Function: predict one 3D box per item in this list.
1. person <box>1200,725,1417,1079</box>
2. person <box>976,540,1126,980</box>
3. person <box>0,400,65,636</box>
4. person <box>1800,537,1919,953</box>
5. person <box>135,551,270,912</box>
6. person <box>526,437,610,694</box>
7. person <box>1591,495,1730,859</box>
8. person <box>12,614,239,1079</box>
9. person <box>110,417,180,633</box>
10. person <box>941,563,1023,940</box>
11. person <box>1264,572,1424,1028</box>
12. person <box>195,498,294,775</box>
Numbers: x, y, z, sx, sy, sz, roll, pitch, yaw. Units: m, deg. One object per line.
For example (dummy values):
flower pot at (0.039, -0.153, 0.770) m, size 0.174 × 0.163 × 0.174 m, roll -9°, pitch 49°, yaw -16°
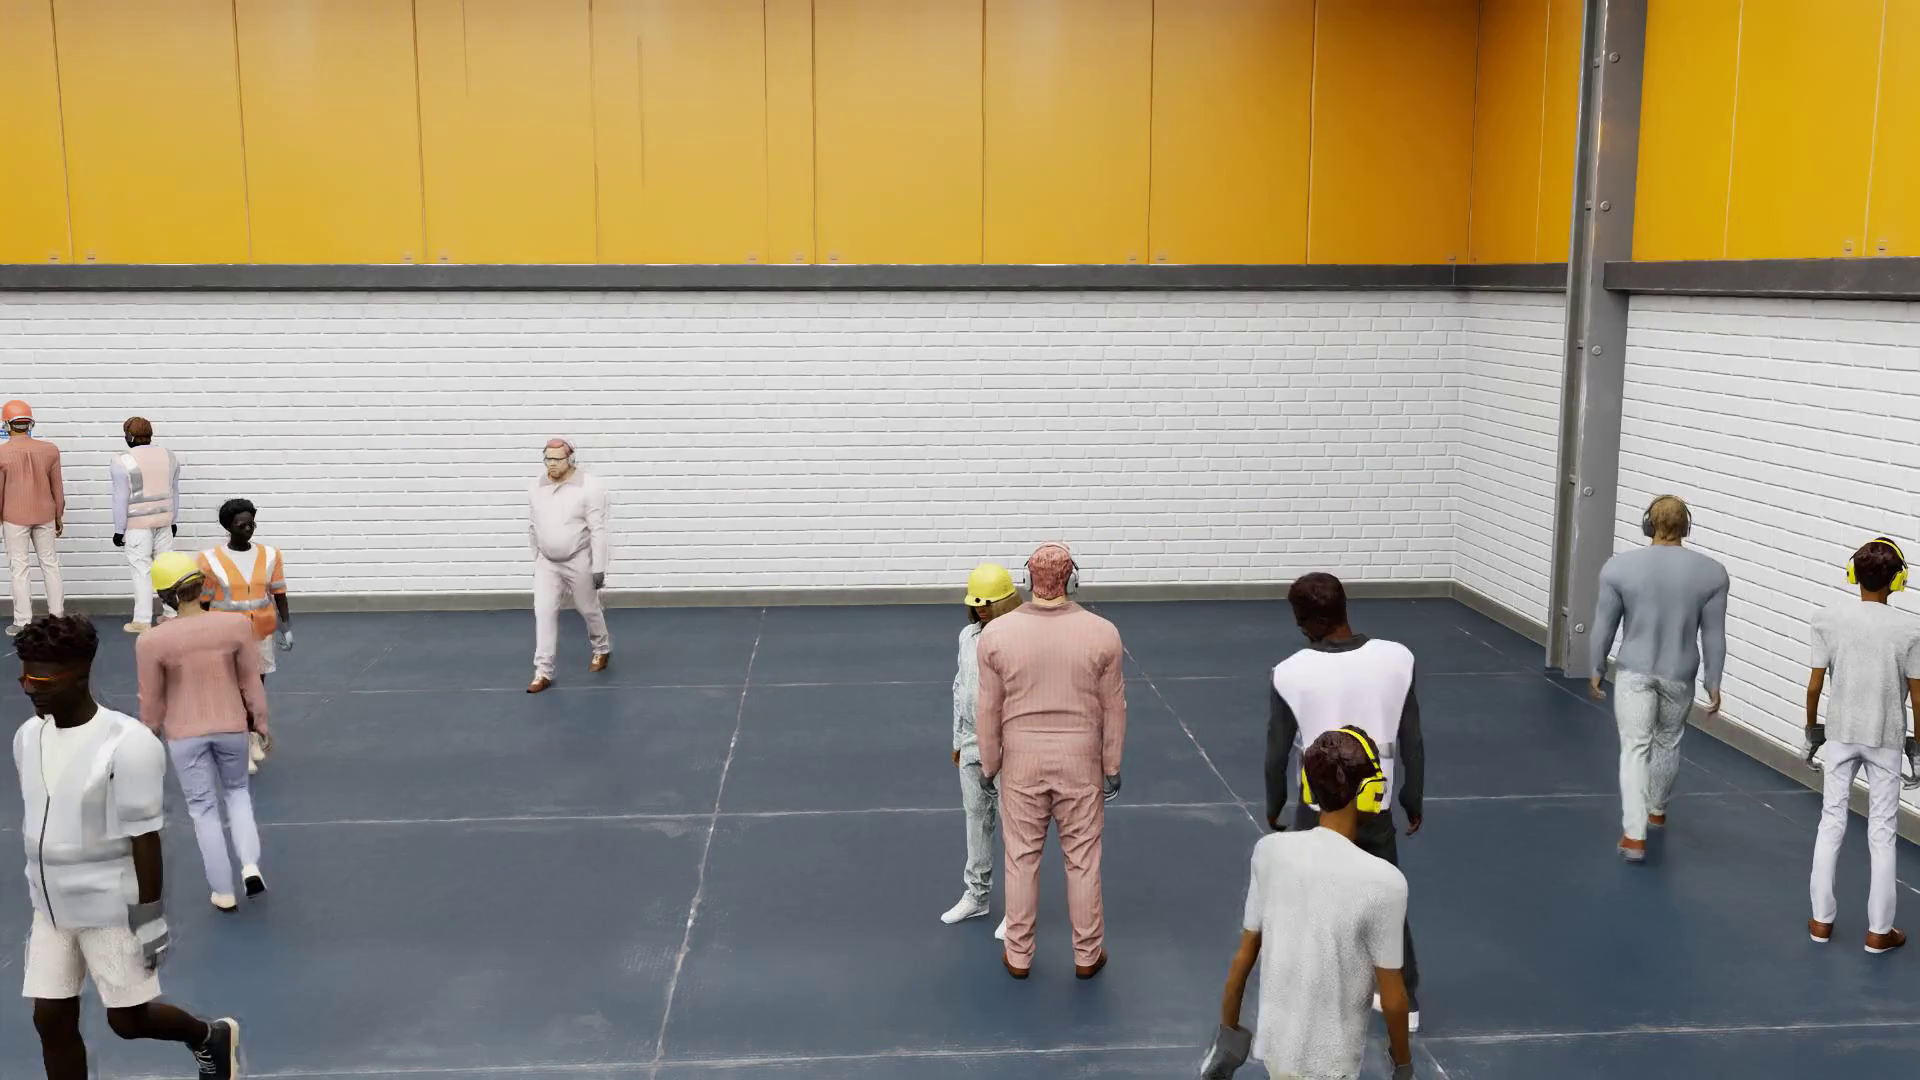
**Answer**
person at (0.859, 1.426, 4.494) m, size 0.845 × 1.821 × 0.518 m, roll -6°, pitch 11°, yaw -32°
person at (0.391, 0.950, 7.168) m, size 0.640 × 1.910 × 0.407 m, roll 1°, pitch 9°, yaw 4°
person at (-7.862, -0.183, 14.013) m, size 0.377 × 1.995 × 0.612 m, roll 6°, pitch 11°, yaw 35°
person at (4.075, 0.916, 7.497) m, size 0.518 × 1.874 × 0.326 m, roll 7°, pitch 12°, yaw 38°
person at (-3.586, 0.911, 7.899) m, size 0.557 × 1.741 × 0.377 m, roll -7°, pitch 11°, yaw -36°
person at (-2.916, 0.146, 12.418) m, size 0.648 × 1.857 × 0.991 m, roll 2°, pitch 9°, yaw 11°
person at (3.685, 0.697, 8.825) m, size 0.646 × 1.898 × 0.927 m, roll 2°, pitch 9°, yaw 15°
person at (-2.870, 1.180, 5.619) m, size 0.620 × 1.939 × 0.785 m, roll 3°, pitch 10°, yaw 20°
person at (-6.944, -0.131, 14.165) m, size 0.429 × 1.844 × 0.626 m, roll 5°, pitch 10°, yaw 26°
person at (0.145, 0.959, 7.649) m, size 0.484 × 1.737 × 0.305 m, roll 8°, pitch 12°, yaw 40°
person at (1.537, 1.057, 6.616) m, size 0.654 × 1.880 × 0.423 m, roll -1°, pitch 9°, yaw -5°
person at (-4.344, 0.583, 10.166) m, size 0.548 × 1.676 × 0.659 m, roll -9°, pitch 13°, yaw -44°
